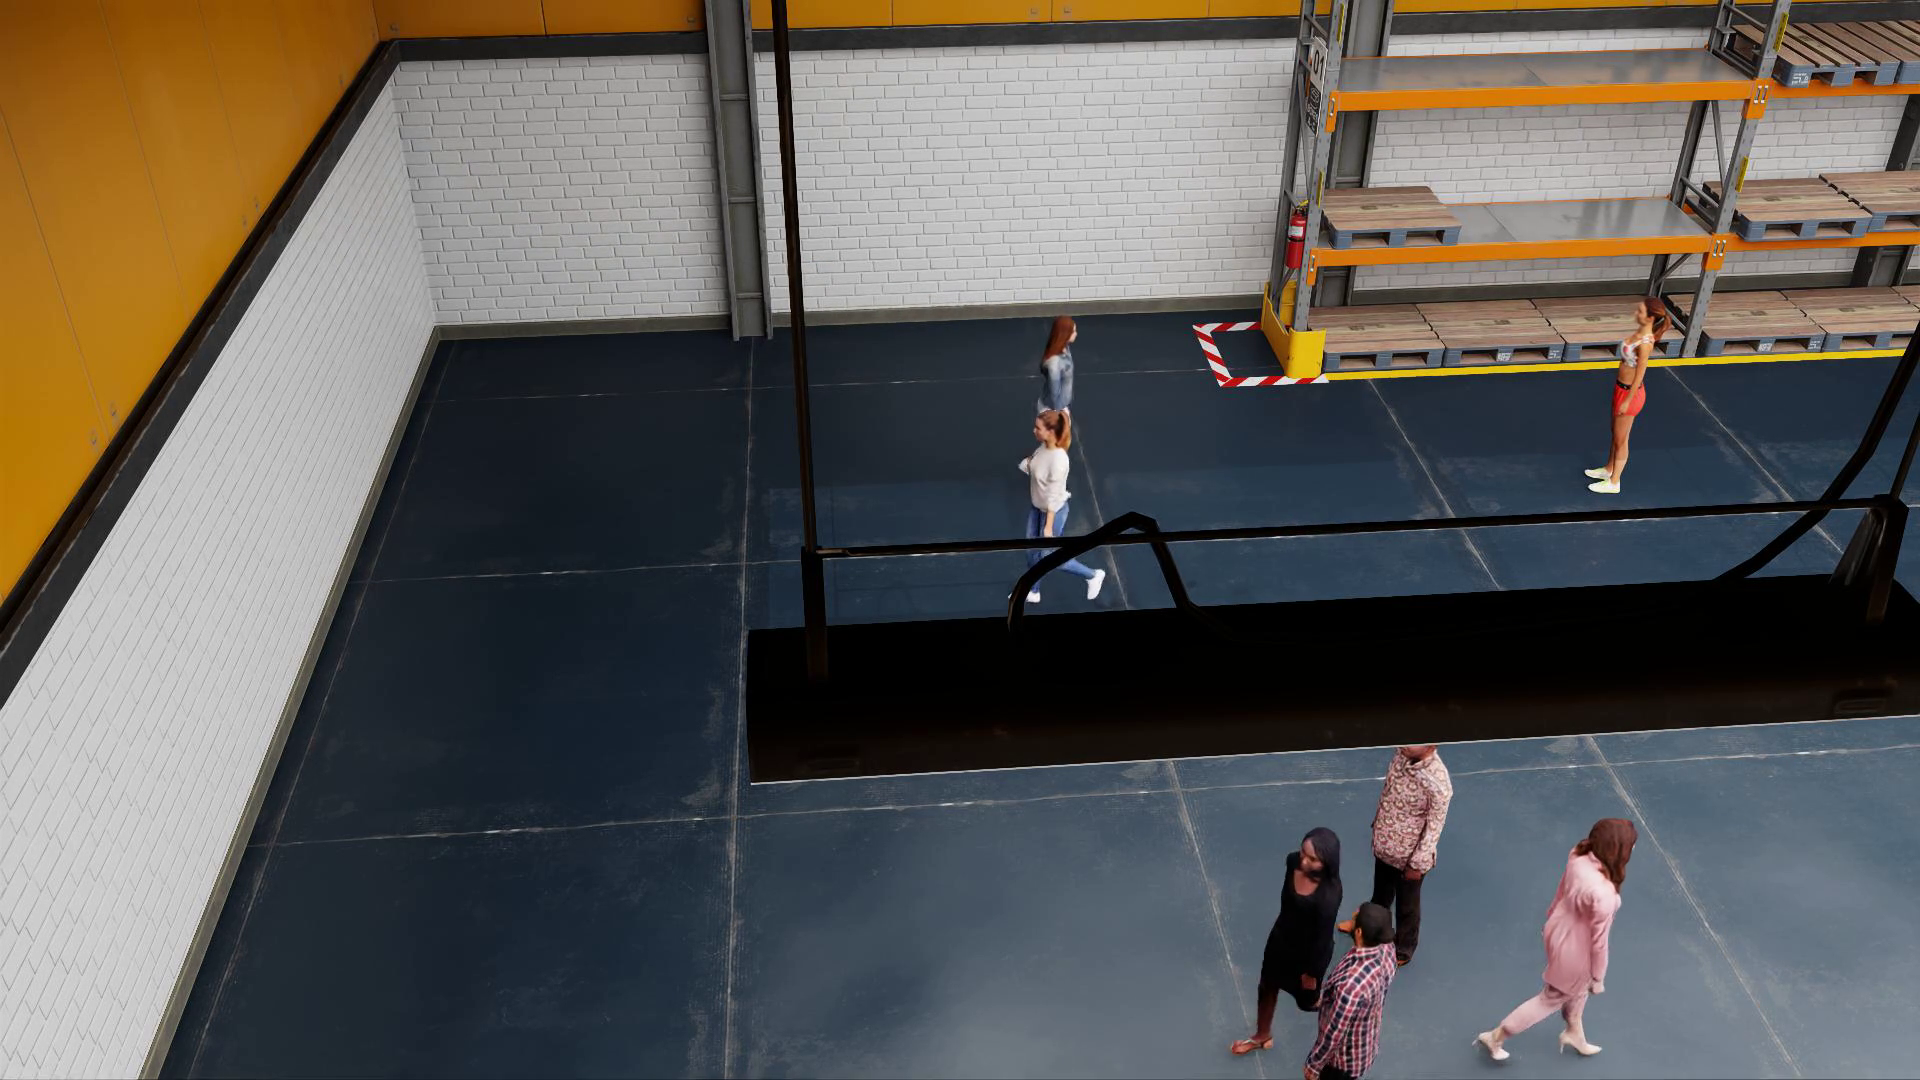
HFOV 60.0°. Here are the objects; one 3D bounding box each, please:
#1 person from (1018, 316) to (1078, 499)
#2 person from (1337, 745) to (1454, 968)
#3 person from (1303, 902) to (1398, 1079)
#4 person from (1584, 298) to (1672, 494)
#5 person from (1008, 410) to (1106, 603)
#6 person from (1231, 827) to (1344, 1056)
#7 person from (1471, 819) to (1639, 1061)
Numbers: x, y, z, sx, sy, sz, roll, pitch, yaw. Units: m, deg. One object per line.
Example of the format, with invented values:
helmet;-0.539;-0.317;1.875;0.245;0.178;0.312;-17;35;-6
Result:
person;0.692;-1.111;13.984;0.817;1.685;0.738;8;34;11
person;2.575;1.724;9.608;0.653;1.808;0.720;-9;35;-13
person;1.995;2.550;8.433;0.960;1.732;0.895;11;35;16
person;5.654;-1.227;14.062;0.667;1.792;0.645;8;34;11
person;0.751;-0.202;12.602;0.988;1.701;0.691;-6;34;-9
person;1.923;2.196;8.995;1.075;1.701;0.778;-9;35;-14
person;3.197;2.201;8.922;1.002;1.773;0.676;-2;34;-3
